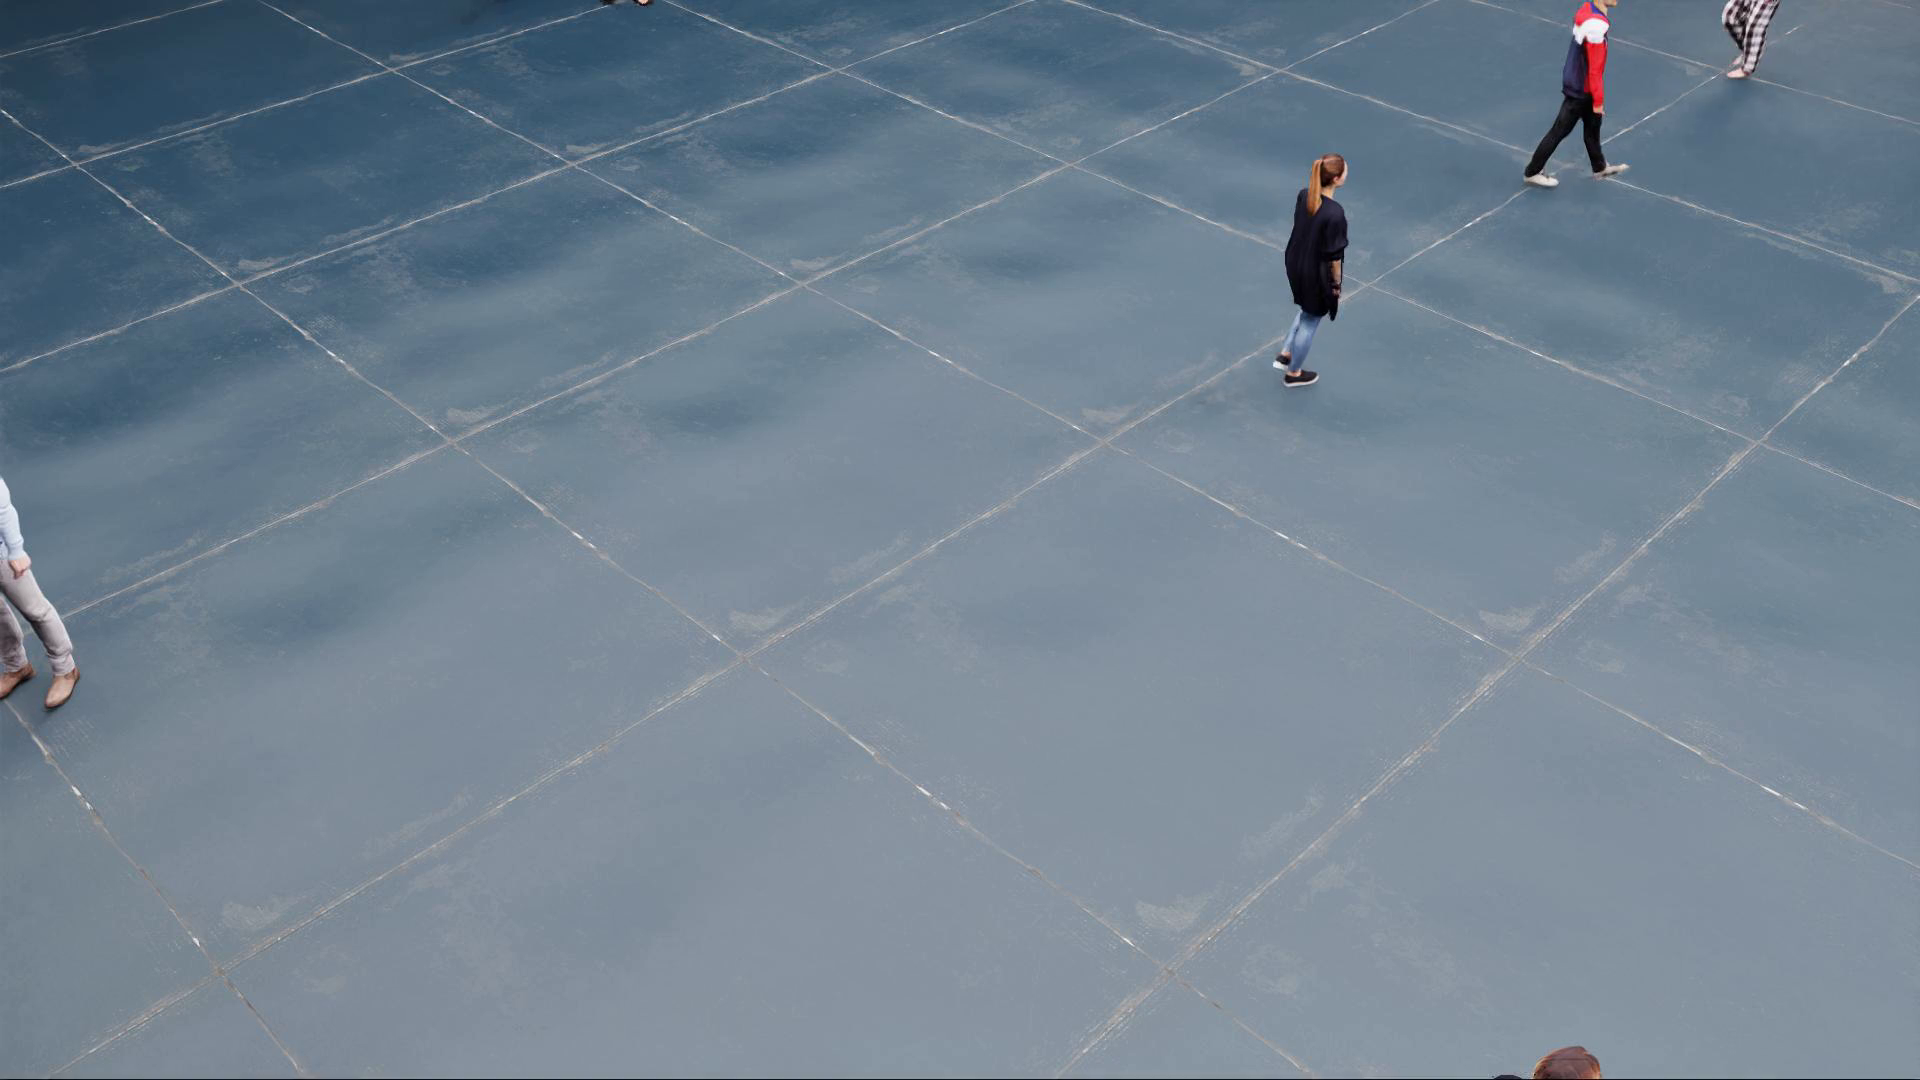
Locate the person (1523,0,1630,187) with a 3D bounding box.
[{"bbox_3d":[4.881,-3.636,13.326,1.044,1.722,1.098,7,38,9],"label":"person"}]

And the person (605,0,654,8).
[{"bbox_3d":[-3.614,-6.249,16.796,0.944,1.681,1.056,14,40,18],"label":"person"}]

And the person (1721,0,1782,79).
[{"bbox_3d":[7.464,-5.147,15.217,0.830,1.838,0.774,-11,39,-14],"label":"person"}]

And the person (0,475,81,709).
[{"bbox_3d":[-4.911,0.036,8.355,0.748,1.893,0.774,6,38,7],"label":"person"}]

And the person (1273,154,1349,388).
[{"bbox_3d":[2.229,-1.719,10.845,0.795,1.673,0.757,-15,40,-19],"label":"person"}]
